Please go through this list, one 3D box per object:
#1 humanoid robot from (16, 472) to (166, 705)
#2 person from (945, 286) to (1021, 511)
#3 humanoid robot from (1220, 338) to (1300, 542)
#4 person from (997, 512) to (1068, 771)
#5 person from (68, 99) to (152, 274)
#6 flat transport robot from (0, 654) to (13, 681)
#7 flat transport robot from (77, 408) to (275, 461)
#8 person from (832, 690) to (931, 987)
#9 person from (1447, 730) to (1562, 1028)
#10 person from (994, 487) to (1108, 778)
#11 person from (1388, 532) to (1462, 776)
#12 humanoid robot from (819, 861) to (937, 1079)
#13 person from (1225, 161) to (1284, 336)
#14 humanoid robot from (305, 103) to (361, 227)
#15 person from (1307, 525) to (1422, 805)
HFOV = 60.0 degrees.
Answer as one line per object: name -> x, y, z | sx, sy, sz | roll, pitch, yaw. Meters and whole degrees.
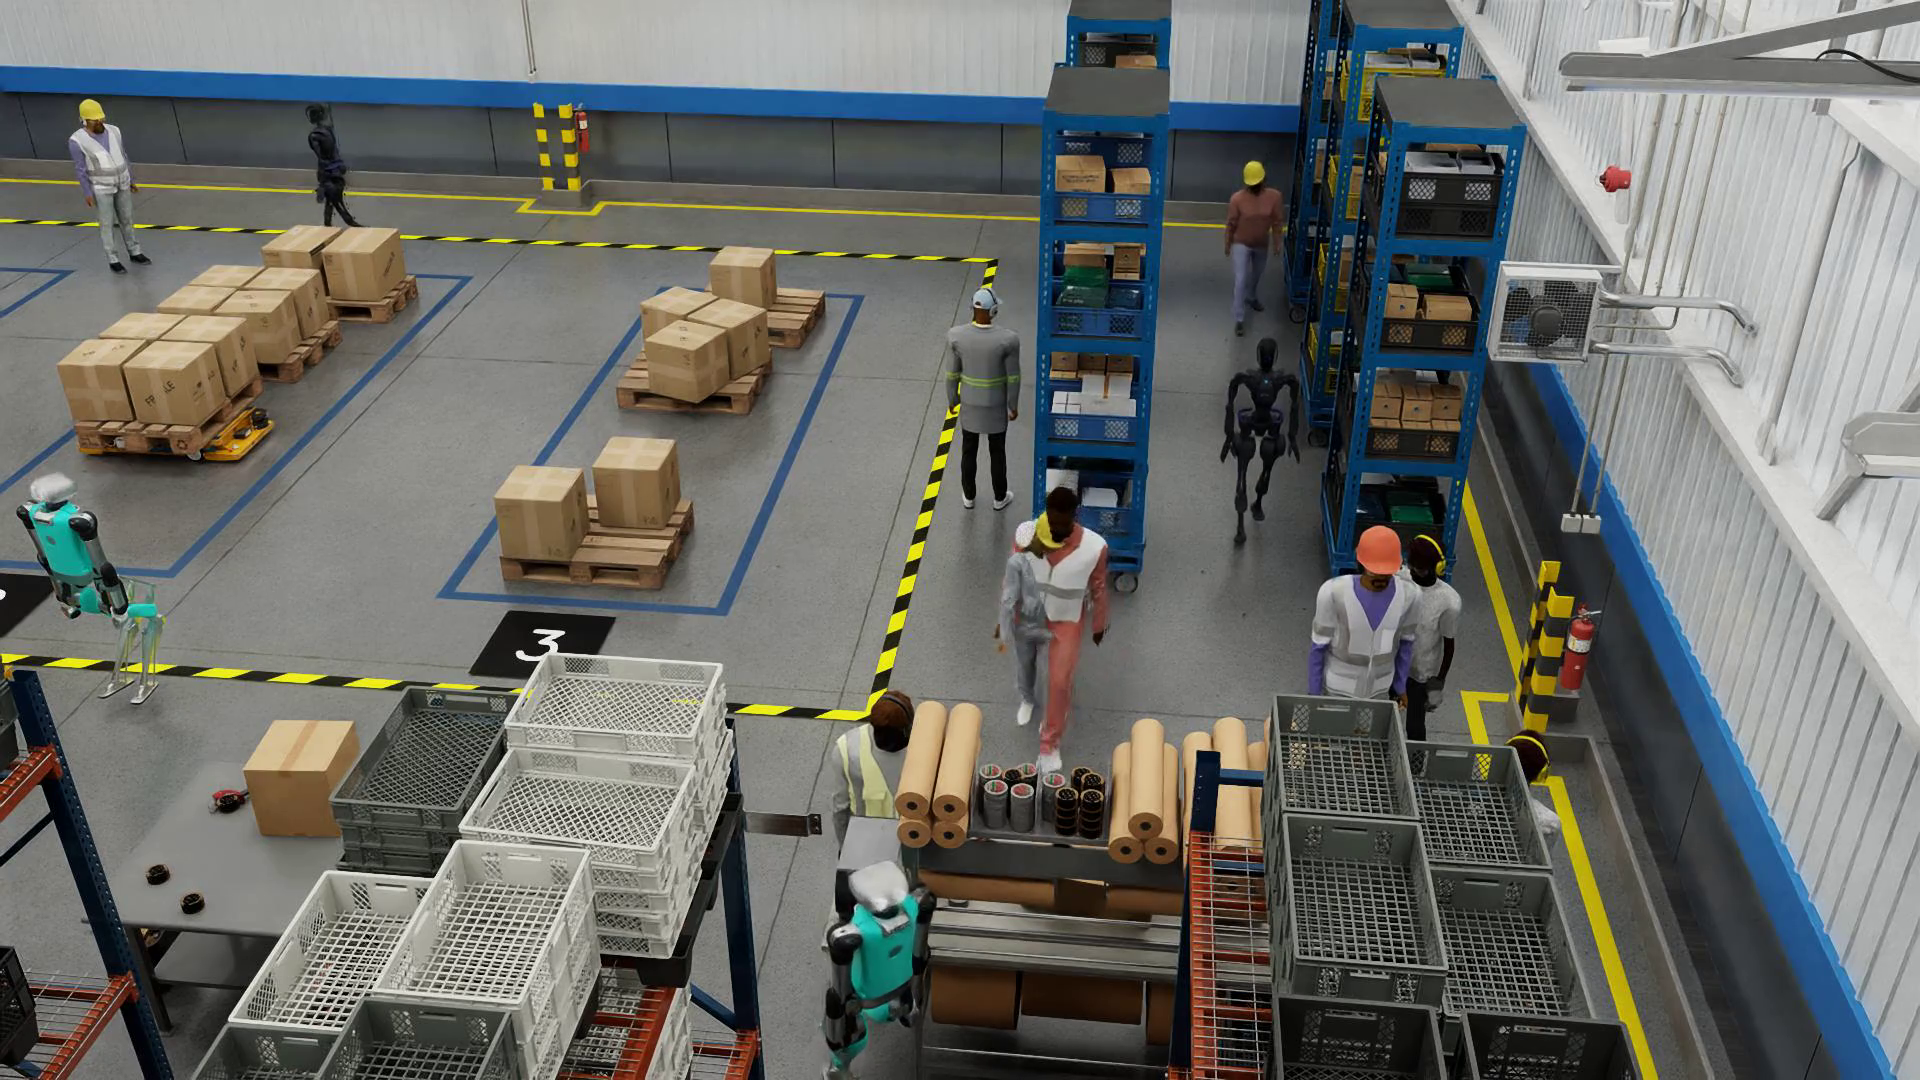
humanoid robot -> -5.439, 0.254, 10.647 | 0.533, 1.673, 0.735 | 9, 31, 16
person -> 0.188, -1.100, 12.994 | 0.589, 1.847, 0.407 | 6, 31, 10
humanoid robot -> 2.295, -0.775, 12.649 | 0.599, 1.623, 0.778 | 2, 30, 4
person -> 0.494, 0.568, 10.275 | 0.523, 1.693, 0.893 | 0, 30, 0
person -> -8.967, -3.742, 17.545 | 0.404, 1.829, 0.599 | 17, 34, 26
flat transport robot -> -7.142, 0.969, 11.010 | 1.431, 0.231, 0.659 | 3, 30, 6
flat transport robot -> -6.728, -0.944, 14.268 | 1.431, 0.197, 0.652 | 3, 30, 6
person -> -0.334, 1.537, 8.474 | 0.621, 1.840, 0.431 | -2, 30, -4
person -> 2.631, 1.713, 8.142 | 0.527, 1.867, 0.319 | 21, 36, 31
person -> 0.531, 0.521, 10.173 | 0.615, 1.876, 0.905 | 15, 34, 24
person -> 2.628, 0.770, 9.765 | 0.328, 1.865, 0.515 | -21, 36, -32
humanoid robot -> -0.497, 2.081, 7.672 | 0.532, 1.750, 0.973 | -21, 36, -32
person -> 2.828, -2.926, 16.244 | 0.546, 1.728, 0.716 | -4, 30, -7
humanoid robot -> -6.812, -3.922, 18.073 | 0.780, 1.641, 0.610 | -2, 30, -3
person -> 2.283, 0.814, 9.512 | 0.604, 2.045, 0.377 | -2, 30, -3
